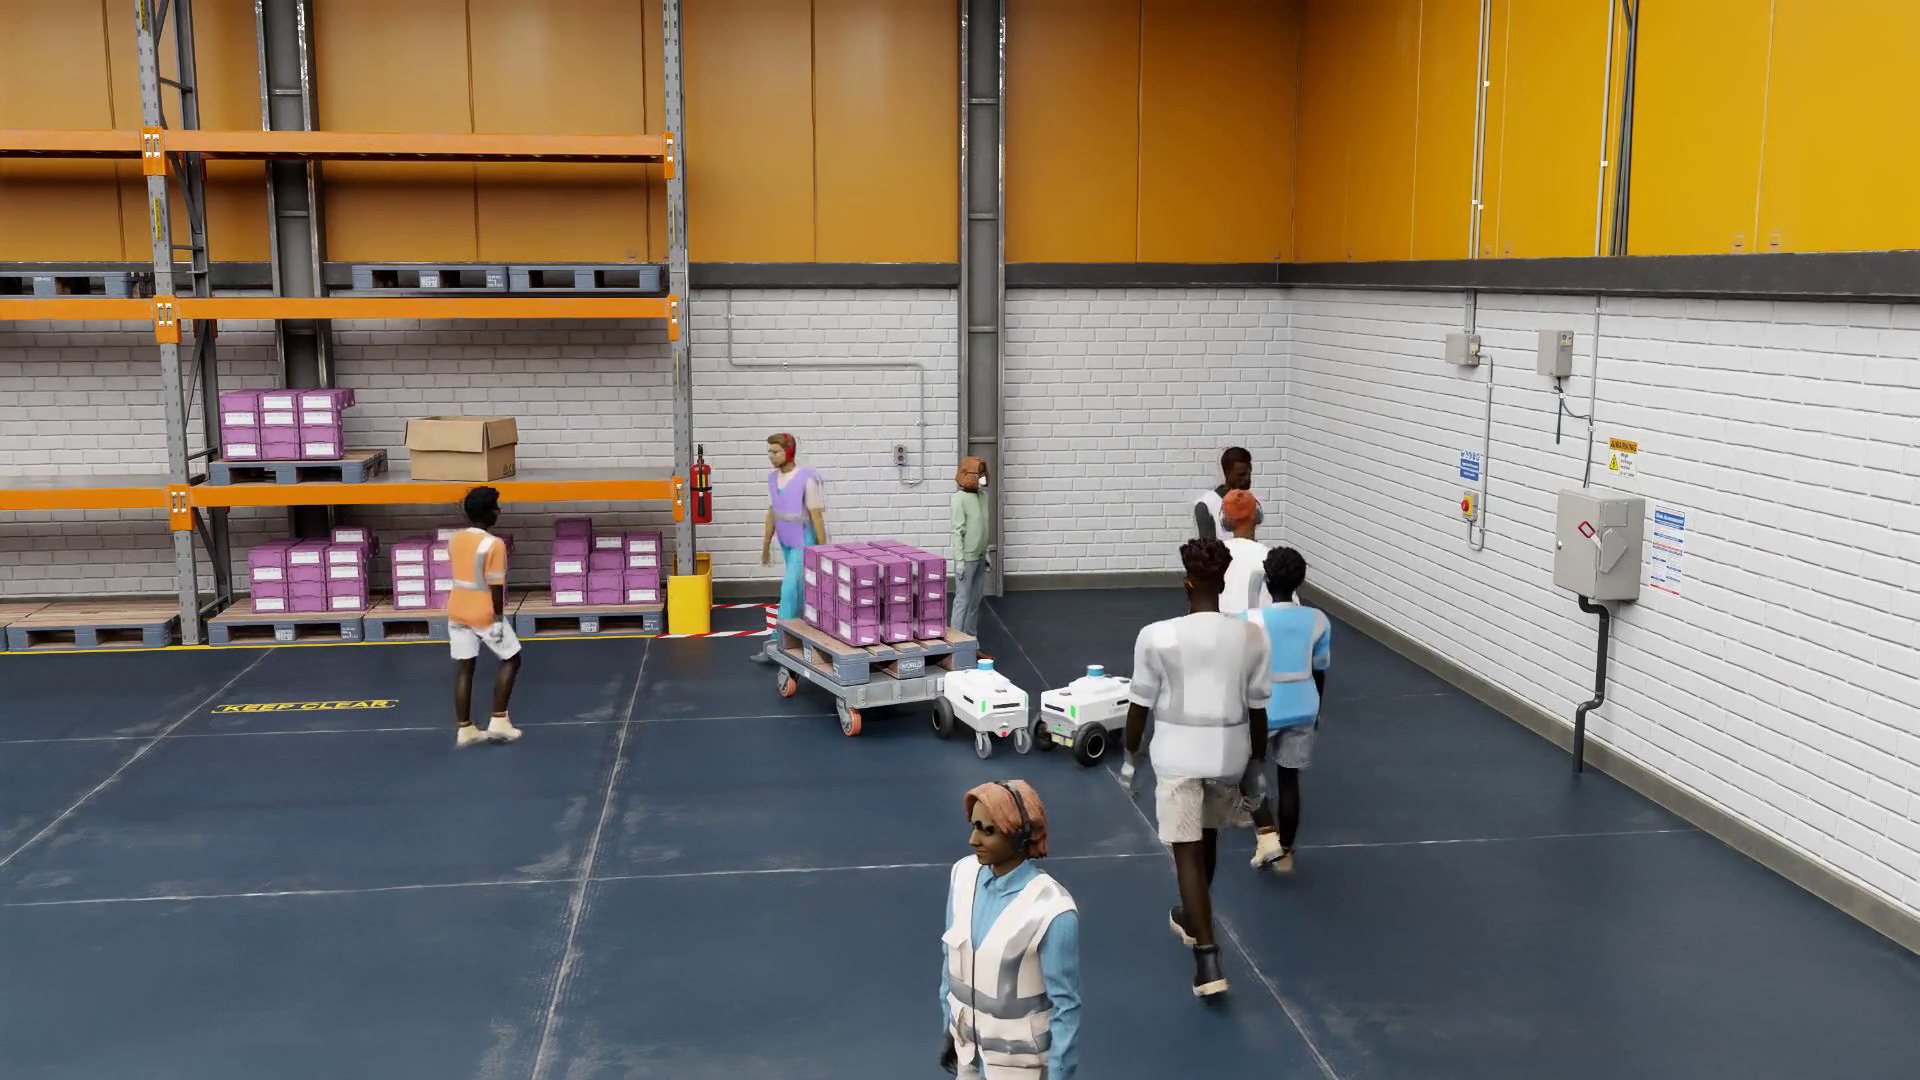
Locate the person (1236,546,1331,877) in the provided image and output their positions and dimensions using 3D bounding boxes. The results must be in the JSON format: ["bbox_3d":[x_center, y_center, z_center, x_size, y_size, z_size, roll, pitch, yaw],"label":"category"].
[{"bbox_3d":[1.586,0.863,8.331,0.553,1.680,0.368,-3,9,-15],"label":"person"}]

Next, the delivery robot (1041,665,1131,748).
[{"bbox_3d":[0.853,1.033,10.505,0.707,0.478,0.477,-7,12,-39],"label":"delivery robot"}]

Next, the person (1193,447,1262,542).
[{"bbox_3d":[1.834,0.330,11.005,0.586,1.891,0.693,-6,11,-31],"label":"person"}]

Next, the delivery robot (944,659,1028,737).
[{"bbox_3d":[0.164,1.008,10.660,0.477,0.478,0.707,-3,10,-21],"label":"delivery robot"}]

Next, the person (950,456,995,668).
[{"bbox_3d":[0.092,0.164,12.873,0.267,1.631,0.505,5,10,28],"label":"person"}]

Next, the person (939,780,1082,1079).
[{"bbox_3d":[0.132,1.466,4.702,0.306,1.645,0.523,-8,12,-40],"label":"person"}]

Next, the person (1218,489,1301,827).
[{"bbox_3d":[1.601,0.649,9.139,0.682,1.853,0.585,8,12,43],"label":"person"}]

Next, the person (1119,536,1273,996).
[{"bbox_3d":[1.025,0.939,7.141,0.621,1.922,0.993,-1,9,-9],"label":"person"}]

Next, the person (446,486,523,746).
[{"bbox_3d":[-3.059,0.488,10.686,0.548,1.680,0.480,6,11,32],"label":"person"}]

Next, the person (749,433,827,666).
[{"bbox_3d":[-1.362,0.071,12.932,0.925,1.794,0.575,-7,11,-37],"label":"person"}]
